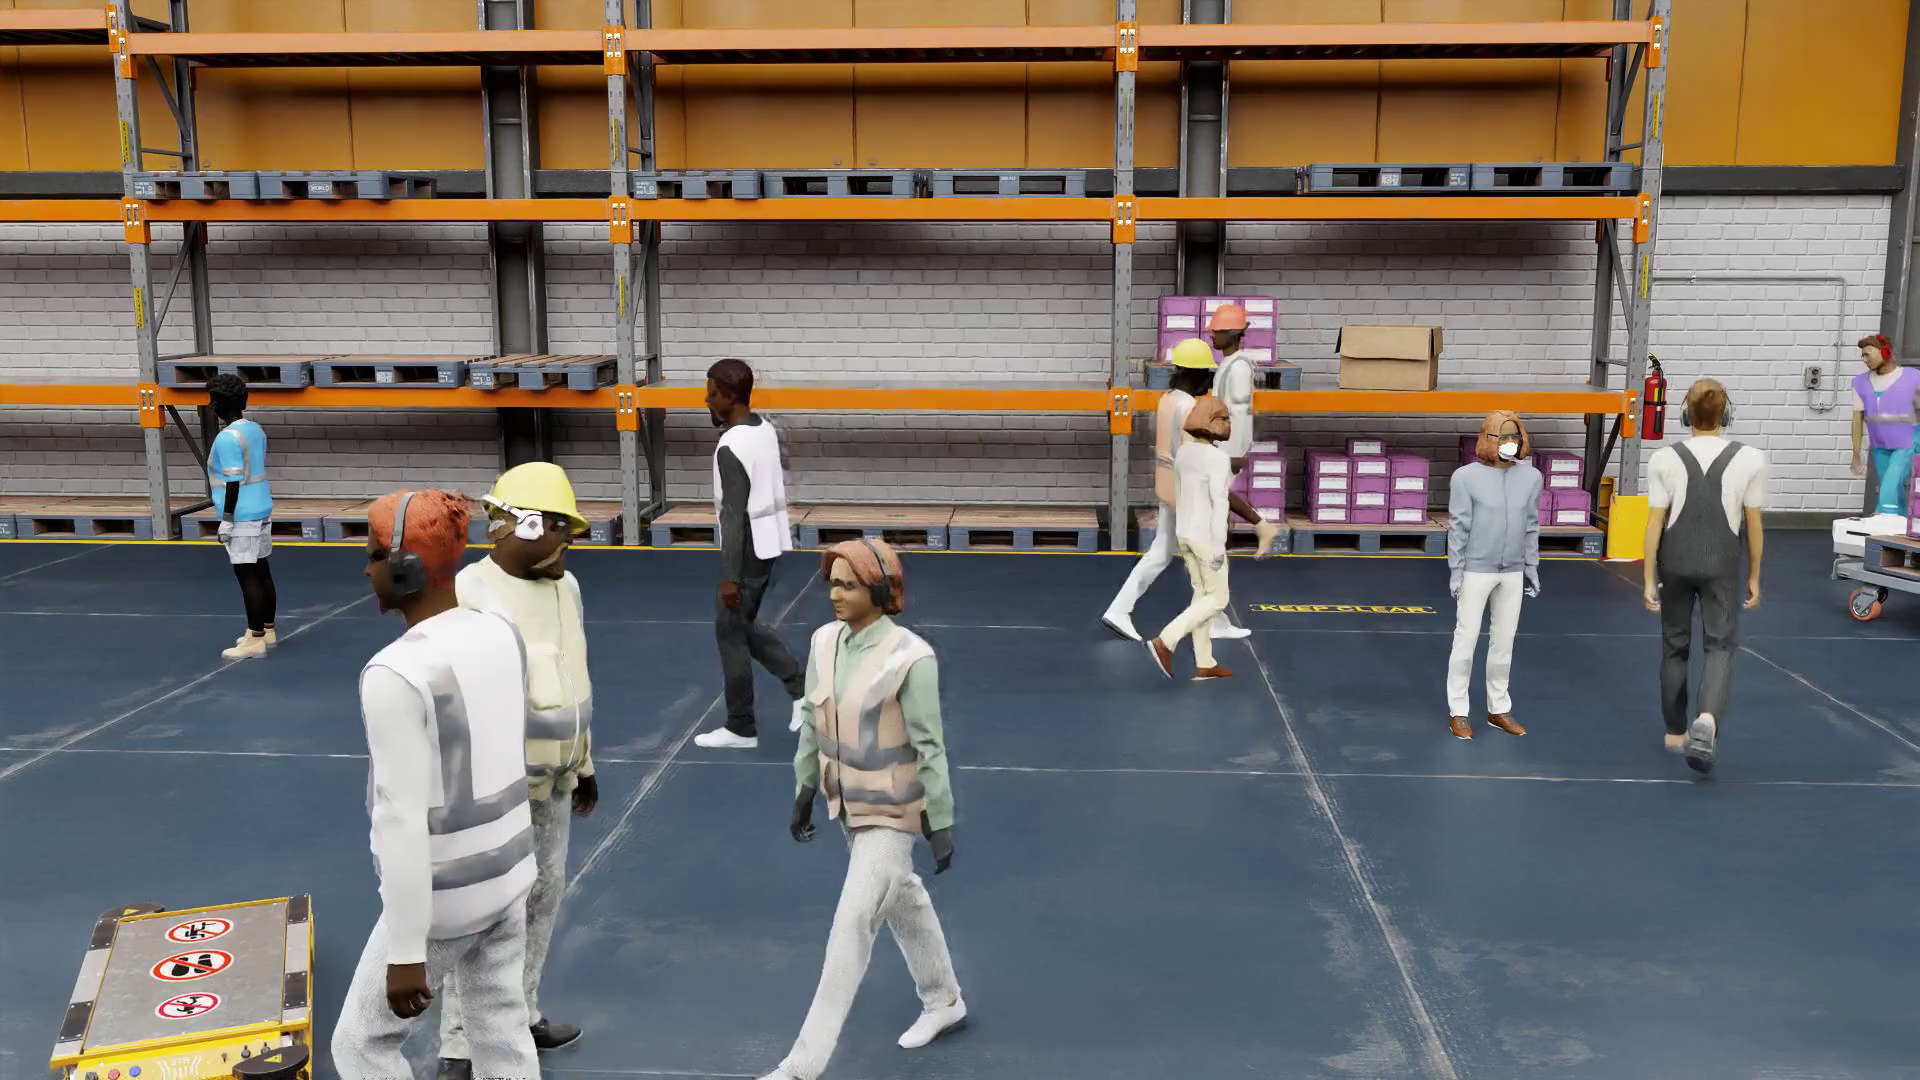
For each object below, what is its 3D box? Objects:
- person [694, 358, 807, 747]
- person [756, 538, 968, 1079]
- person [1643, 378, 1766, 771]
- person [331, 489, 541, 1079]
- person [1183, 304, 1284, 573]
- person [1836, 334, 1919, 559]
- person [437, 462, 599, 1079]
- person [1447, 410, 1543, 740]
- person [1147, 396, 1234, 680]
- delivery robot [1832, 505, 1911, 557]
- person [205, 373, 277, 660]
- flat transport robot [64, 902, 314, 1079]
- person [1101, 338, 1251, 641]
[{"bbox_3d":[-0.991,0.076,7.987,0.531,1.901,0.602,2,10,11],"label":"person"},{"bbox_3d":[-0.284,0.781,4.759,0.887,1.589,0.536,-8,13,-39],"label":"person"},{"bbox_3d":[3.445,0.161,7.743,0.521,1.827,0.782,4,11,24],"label":"person"},{"bbox_3d":[-1.243,0.809,3.814,0.602,1.861,0.615,3,10,14],"label":"person"},{"bbox_3d":[2.054,-0.740,12.404,0.666,2.031,0.622,0,10,3],"label":"person"},{"bbox_3d":[7.098,-0.673,12.737,0.834,1.781,0.632,-4,11,-23],"label":"person"},{"bbox_3d":[-1.284,0.686,4.793,0.406,1.795,0.697,4,11,23],"label":"person"},{"bbox_3d":[2.643,0.170,8.238,0.500,1.633,0.284,-2,10,-14],"label":"person"},{"bbox_3d":[1.294,0.007,9.231,0.531,1.616,0.500,-4,11,-24],"label":"person"},{"bbox_3d":[6.796,-0.013,12.188,0.477,0.478,0.707,-6,11,-30],"label":"delivery robot"},{"bbox_3d":[-4.267,-0.141,9.882,0.320,1.692,0.531,-1,10,-5],"label":"person"},{"bbox_3d":[-2.302,1.401,5.011,0.652,0.197,1.431,-4,10,-20],"label":"flat transport robot"},{"bbox_3d":[1.329,-0.296,10.221,0.930,1.891,0.596,-2,10,-14],"label":"person"}]
